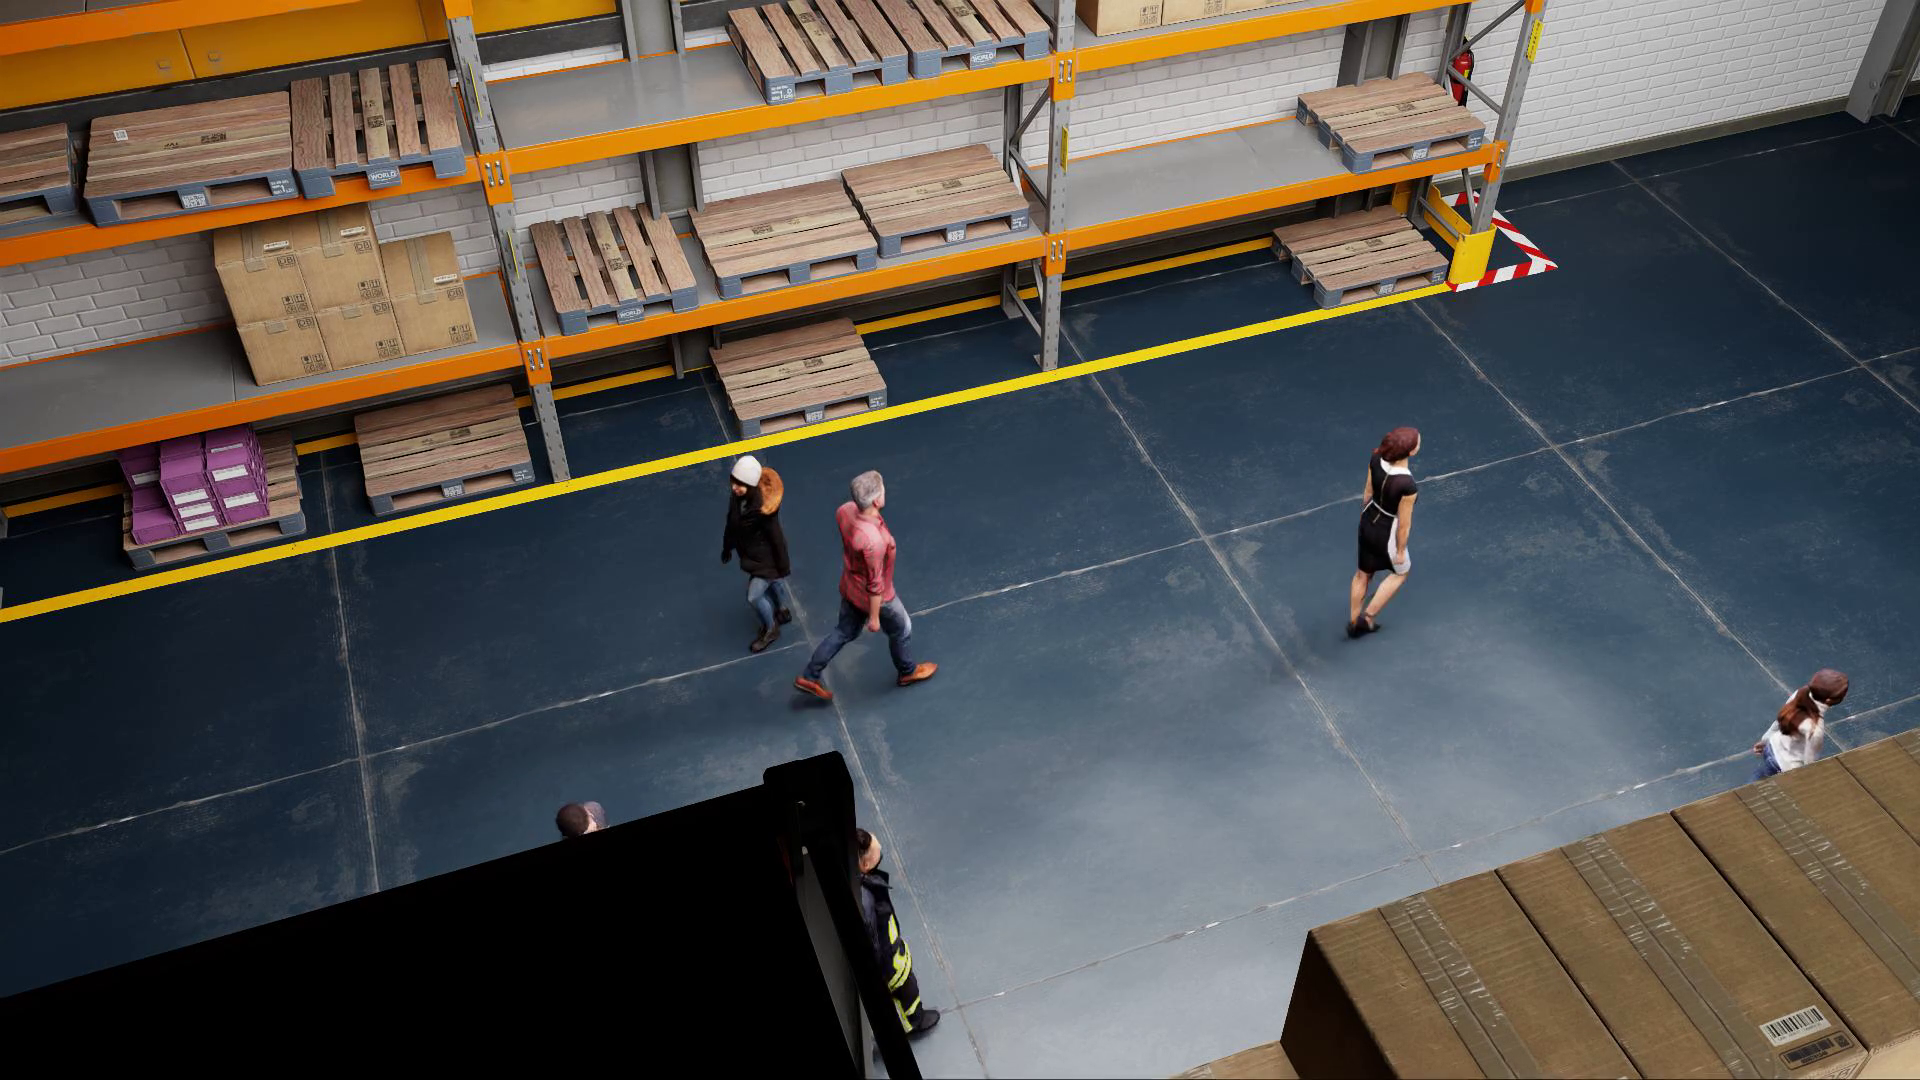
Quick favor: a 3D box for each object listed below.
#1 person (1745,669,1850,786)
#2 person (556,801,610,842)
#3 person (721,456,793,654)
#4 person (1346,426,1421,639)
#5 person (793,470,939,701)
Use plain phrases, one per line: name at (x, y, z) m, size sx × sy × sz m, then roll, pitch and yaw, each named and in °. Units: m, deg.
person at (4.697, 1.310, 9.687) m, size 1.163 × 1.506 × 0.863 m, roll 3°, pitch 44°, yaw 3°
person at (-1.930, 1.888, 8.907) m, size 0.658 × 1.745 × 0.724 m, roll -14°, pitch 45°, yaw -14°
person at (-1.237, 0.036, 10.942) m, size 0.721 × 1.619 × 0.691 m, roll -24°, pitch 48°, yaw -23°
person at (2.689, 0.014, 10.842) m, size 0.642 × 1.790 × 0.654 m, roll -23°, pitch 48°, yaw -22°
person at (-0.677, 0.353, 10.485) m, size 1.235 × 1.791 × 0.797 m, roll -18°, pitch 47°, yaw -18°
